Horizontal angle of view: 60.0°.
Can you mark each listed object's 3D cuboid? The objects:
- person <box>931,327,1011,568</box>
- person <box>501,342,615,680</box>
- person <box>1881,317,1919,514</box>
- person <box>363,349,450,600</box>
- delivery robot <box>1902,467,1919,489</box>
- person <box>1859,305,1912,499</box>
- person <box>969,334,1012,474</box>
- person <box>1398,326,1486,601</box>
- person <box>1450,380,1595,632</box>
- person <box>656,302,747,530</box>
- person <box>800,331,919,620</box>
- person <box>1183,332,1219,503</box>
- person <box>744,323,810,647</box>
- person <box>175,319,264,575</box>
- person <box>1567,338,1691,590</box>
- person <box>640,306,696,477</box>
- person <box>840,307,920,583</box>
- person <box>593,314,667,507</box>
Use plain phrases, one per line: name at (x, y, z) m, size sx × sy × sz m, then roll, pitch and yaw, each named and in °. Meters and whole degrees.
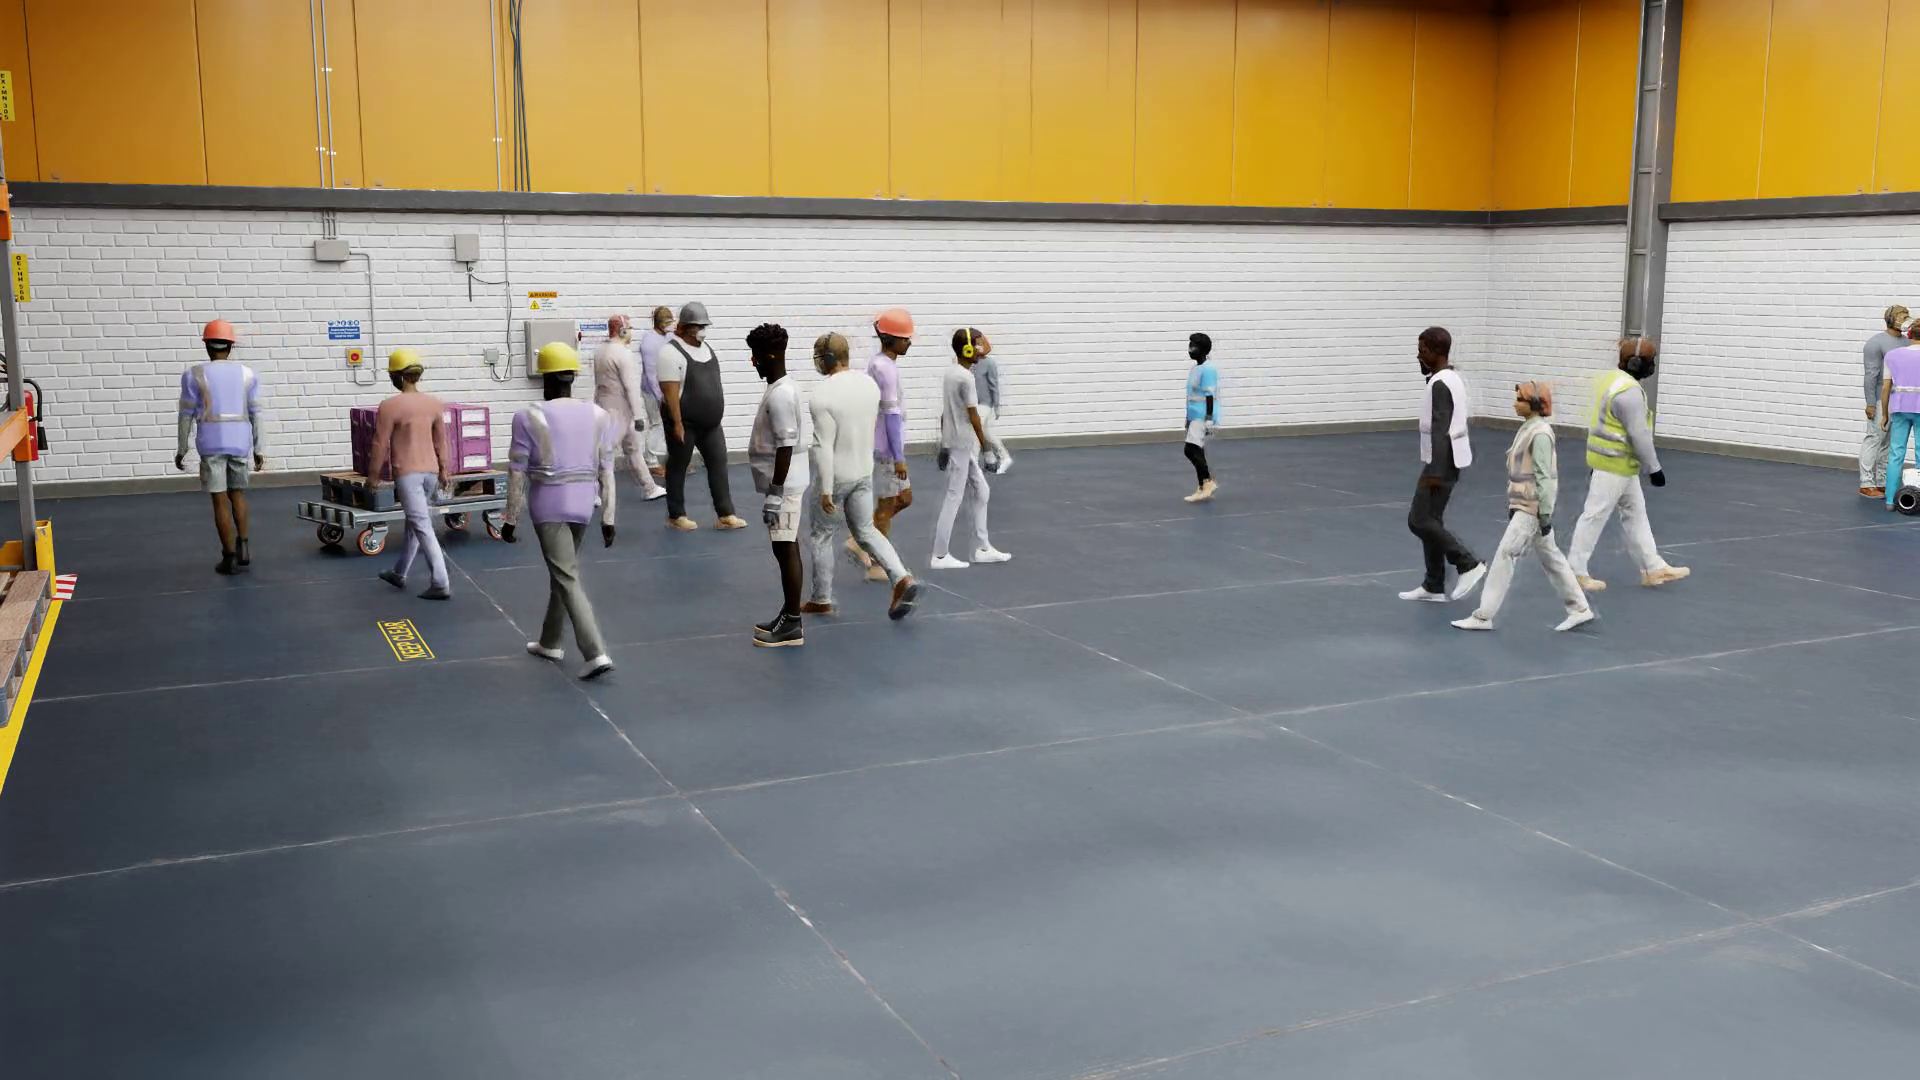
person at (0.127, -0.689, 12.683) m, size 0.804 × 1.841 × 0.521 m, roll -2°, pitch 9°, yaw -10°
person at (-2.228, -0.175, 9.387) m, size 1.006 × 1.883 × 0.590 m, roll 9°, pitch 13°, yaw 44°
person at (8.946, -1.167, 15.621) m, size 0.564 × 1.846 × 0.394 m, roll 9°, pitch 12°, yaw 43°
person at (-3.877, -0.458, 11.576) m, size 0.871 × 1.724 × 0.536 m, roll 5°, pitch 10°, yaw 28°
delivery robot at (9.137, -0.529, 15.373) m, size 0.477 × 0.478 × 0.707 m, roll -7°, pitch 11°, yaw -35°
person at (9.308, -1.381, 16.671) m, size 0.630 × 1.940 × 0.371 m, roll -4°, pitch 10°, yaw -24°
person at (0.281, -1.492, 18.406) m, size 0.803 × 1.605 × 0.514 m, roll -6°, pitch 11°, yaw -34°
person at (3.292, -0.502, 11.334) m, size 0.480 × 1.896 × 0.613 m, roll 3°, pitch 10°, yaw 19°
person at (3.595, -0.203, 10.417) m, size 0.869 × 1.600 × 0.528 m, roll 2°, pitch 9°, yaw 12°
person at (-2.244, -1.069, 14.420) m, size 0.885 × 2.000 × 0.693 m, roll 7°, pitch 11°, yaw 35°
person at (-0.691, -0.395, 10.726) m, size 0.918 × 1.901 × 0.627 m, roll 8°, pitch 12°, yaw 42°
person at (2.323, -1.180, 16.205) m, size 0.378 × 1.680 × 0.547 m, roll -1°, pitch 9°, yaw -7°
person at (-1.107, -0.333, 10.107) m, size 0.378 × 1.958 × 0.601 m, roll 0°, pitch 9°, yaw -2°
person at (-5.571, -0.696, 12.522) m, size 0.569 × 1.912 × 0.563 m, roll -8°, pitch 12°, yaw -42°
person at (4.751, -0.513, 11.720) m, size 0.949 × 1.793 × 0.635 m, roll 3°, pitch 10°, yaw 17°
person at (-3.228, -1.609, 18.224) m, size 0.696 × 1.892 × 0.705 m, roll 3°, pitch 10°, yaw 20°
person at (-0.537, -0.664, 12.003) m, size 0.510 × 2.012 × 0.616 m, roll 0°, pitch 9°, yaw -3°
person at (-3.277, -1.255, 16.147) m, size 1.024 × 1.855 × 0.663 m, roll -6°, pitch 11°, yaw -32°
